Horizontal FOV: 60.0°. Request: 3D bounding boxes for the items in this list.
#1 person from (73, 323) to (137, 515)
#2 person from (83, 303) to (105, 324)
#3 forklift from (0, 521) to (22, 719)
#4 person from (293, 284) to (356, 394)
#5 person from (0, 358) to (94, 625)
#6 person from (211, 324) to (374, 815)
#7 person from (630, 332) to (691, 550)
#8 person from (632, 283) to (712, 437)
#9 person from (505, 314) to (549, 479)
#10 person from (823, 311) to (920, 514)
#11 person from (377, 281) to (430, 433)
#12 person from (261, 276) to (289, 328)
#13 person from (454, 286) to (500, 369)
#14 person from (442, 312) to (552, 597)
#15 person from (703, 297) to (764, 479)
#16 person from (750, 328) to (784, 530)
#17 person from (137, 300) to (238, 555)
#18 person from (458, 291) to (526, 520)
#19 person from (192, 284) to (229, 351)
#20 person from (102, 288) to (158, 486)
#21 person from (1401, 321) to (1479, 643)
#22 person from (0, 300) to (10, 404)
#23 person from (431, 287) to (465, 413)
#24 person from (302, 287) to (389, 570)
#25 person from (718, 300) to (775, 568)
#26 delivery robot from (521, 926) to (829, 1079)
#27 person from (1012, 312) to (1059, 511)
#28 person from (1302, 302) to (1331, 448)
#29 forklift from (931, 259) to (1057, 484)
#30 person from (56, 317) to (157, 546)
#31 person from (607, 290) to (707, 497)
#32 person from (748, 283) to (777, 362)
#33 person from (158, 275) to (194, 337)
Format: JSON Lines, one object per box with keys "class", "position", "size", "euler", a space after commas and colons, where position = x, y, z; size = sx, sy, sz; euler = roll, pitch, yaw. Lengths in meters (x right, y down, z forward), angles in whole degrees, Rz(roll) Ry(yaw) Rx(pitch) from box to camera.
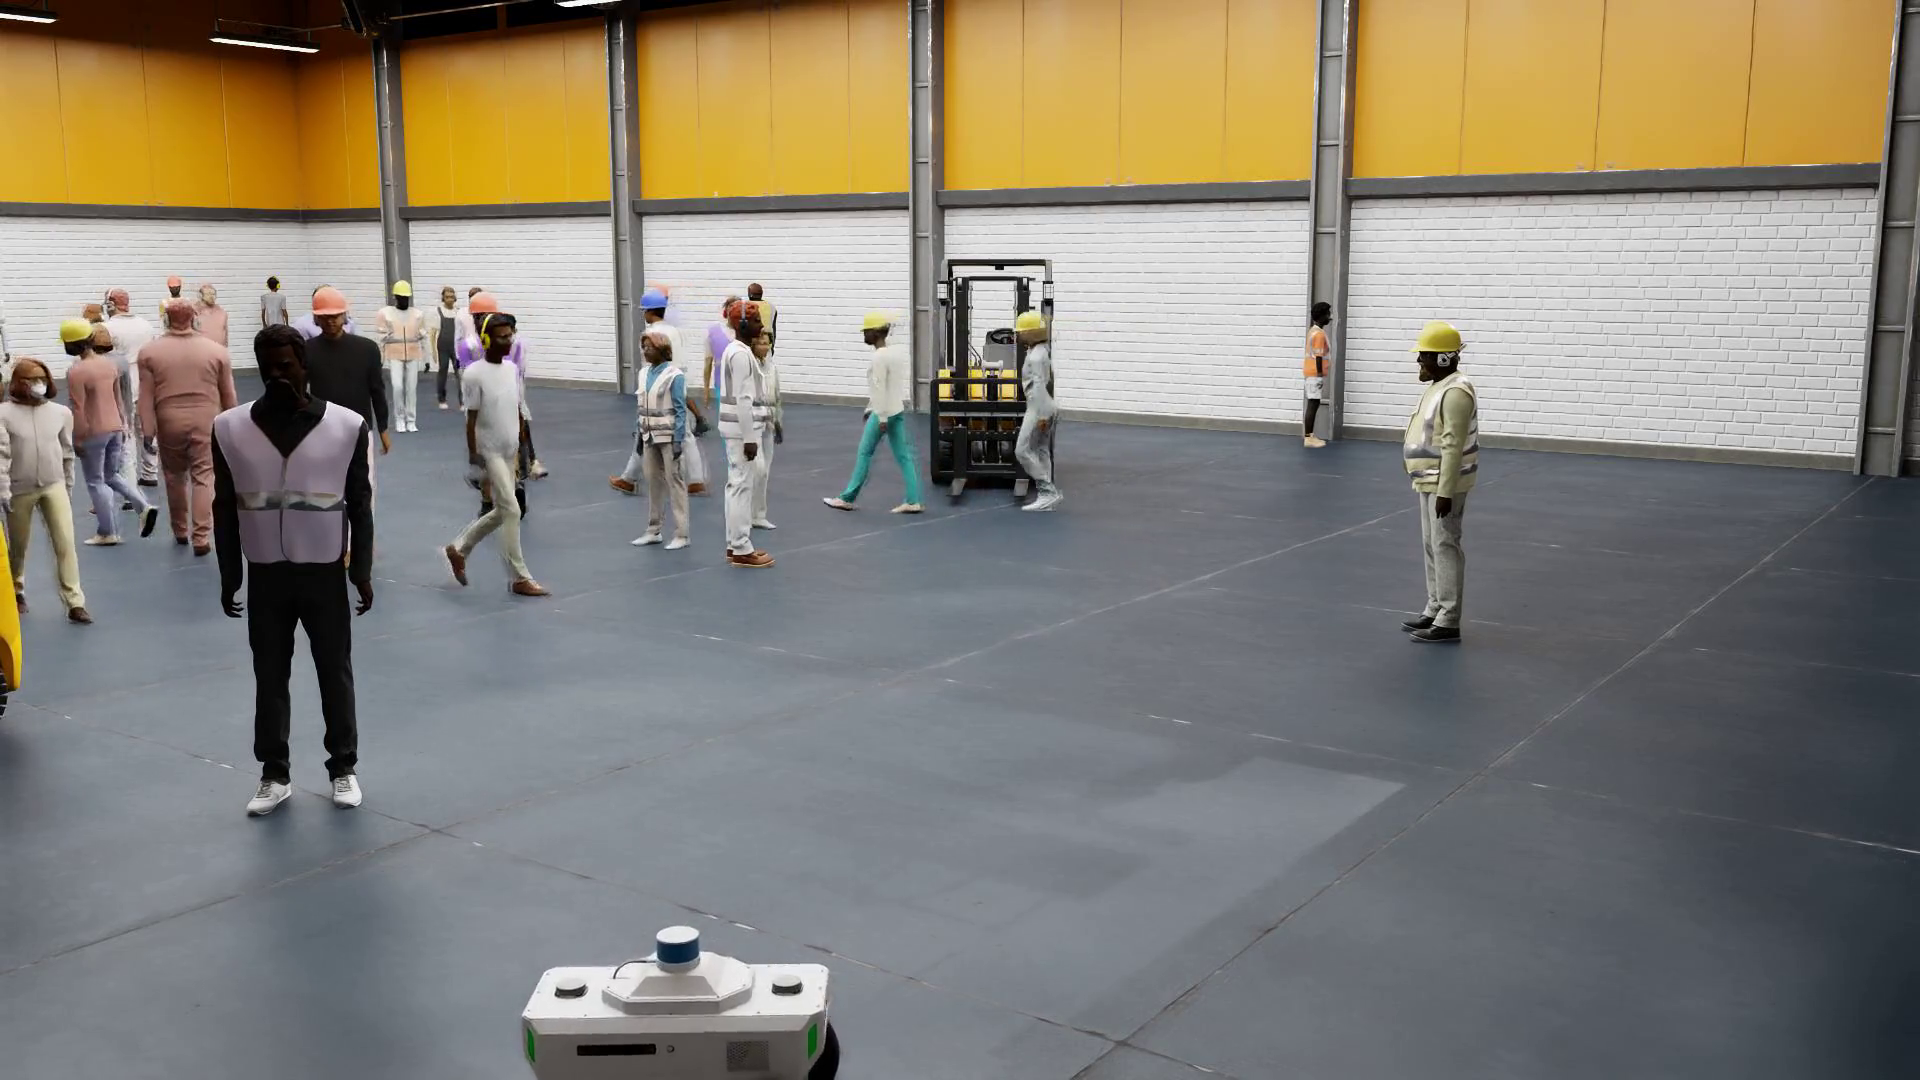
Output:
{"class": "person", "position": [-7.297, -1.028, 14.195], "size": [0.269, 1.632, 0.504], "euler": [6, 11, 31]}
{"class": "person", "position": [-11.135, -2.268, 21.631], "size": [0.683, 1.603, 0.519], "euler": [-2, 10, -14]}
{"class": "forklift", "position": [-5.296, -0.090, 6.943], "size": [1.214, 2.155, 2.313], "euler": [7, 12, 35]}
{"class": "person", "position": [-6.153, -1.520, 16.221], "size": [0.379, 1.940, 0.629], "euler": [8, 13, 41]}
{"class": "person", "position": [-5.575, -0.303, 10.021], "size": [0.868, 1.591, 0.497], "euler": [9, 13, 43]}
{"class": "person", "position": [-2.613, 0.112, 6.559], "size": [0.590, 1.919, 0.391], "euler": [-2, 10, -14]}
{"class": "person", "position": [-2.251, -0.739, 12.510], "size": [0.532, 1.630, 0.320], "euler": [8, 12, 40]}
{"class": "person", "position": [-3.515, -2.173, 20.257], "size": [0.959, 1.902, 0.544], "euler": [2, 10, 13]}
{"class": "person", "position": [-4.484, -1.416, 16.455], "size": [0.918, 1.636, 0.531], "euler": [8, 13, 41]}
{"class": "person", "position": [-0.743, -1.077, 14.206], "size": [0.900, 1.724, 0.526], "euler": [3, 10, 17]}
{"class": "person", "position": [-6.958, -2.287, 20.864], "size": [0.627, 1.908, 0.586], "euler": [-5, 11, -29]}
{"class": "person", "position": [-12.699, -3.946, 30.878], "size": [0.547, 1.871, 0.327], "euler": [0, 10, 3]}
{"class": "person", "position": [-6.360, -2.432, 22.005], "size": [0.631, 1.830, 0.478], "euler": [-1, 10, -6]}
{"class": "person", "position": [-3.045, -0.561, 10.810], "size": [0.833, 1.843, 0.523], "euler": [4, 10, 20]}
{"class": "person", "position": [-2.133, -1.425, 16.024], "size": [0.598, 1.803, 0.908], "euler": [-4, 10, -22]}
{"class": "person", "position": [-1.612, -0.882, 13.327], "size": [0.367, 1.623, 0.549], "euler": [6, 11, 33]}
{"class": "person", "position": [-5.759, -0.849, 12.444], "size": [0.665, 1.857, 0.969], "euler": [-4, 10, -23]}
{"class": "person", "position": [-3.816, -1.078, 13.664], "size": [0.560, 1.916, 0.725], "euler": [-6, 11, -33]}
{"class": "person", "position": [-9.946, -2.452, 22.038], "size": [1.014, 1.856, 0.639], "euler": [8, 12, 40]}
{"class": "person", "position": [-7.898, -1.421, 15.732], "size": [0.408, 1.907, 0.638], "euler": [3, 10, 16]}
{"class": "person", "position": [2.727, -0.329, 9.480], "size": [0.403, 1.825, 0.591], "euler": [1, 10, 3]}
{"class": "person", "position": [-12.996, -2.541, 22.090], "size": [0.676, 2.018, 0.393], "euler": [-7, 12, -36]}
{"class": "person", "position": [-7.340, -2.730, 23.875], "size": [0.534, 1.798, 0.979], "euler": [-6, 11, -33]}
{"class": "person", "position": [-4.305, -0.751, 11.521], "size": [0.656, 1.971, 0.636], "euler": [-3, 10, -18]}
{"class": "person", "position": [-1.529, -0.748, 11.792], "size": [0.361, 1.883, 0.574], "euler": [-2, 10, -12]}
{"class": "delivery robot", "position": [-0.675, 1.175, 4.002], "size": [0.707, 0.478, 0.477], "euler": [0, 9, -2]}
{"class": "person", "position": [0.637, -1.088, 14.270], "size": [0.390, 1.725, 0.498], "euler": [1, 10, 8]}
{"class": "person", "position": [4.146, -1.914, 19.310], "size": [0.320, 1.689, 0.529], "euler": [1, 10, 6]}
{"class": "forklift", "position": [0.370, -1.738, 16.759], "size": [1.214, 2.155, 2.313], "euler": [1, 10, 3]}
{"class": "person", "position": [-6.422, -0.802, 12.504], "size": [0.521, 1.741, 0.555], "euler": [2, 10, 12]}
{"class": "person", "position": [-2.766, -1.333, 15.250], "size": [1.005, 1.891, 0.648], "euler": [4, 10, 23]}
{"class": "person", "position": [-2.933, -2.778, 24.000], "size": [0.619, 1.845, 0.430], "euler": [-8, 12, -40]}
{"class": "person", "position": [-12.795, -3.364, 27.228], "size": [0.575, 1.922, 0.498], "euler": [-5, 11, -27]}
